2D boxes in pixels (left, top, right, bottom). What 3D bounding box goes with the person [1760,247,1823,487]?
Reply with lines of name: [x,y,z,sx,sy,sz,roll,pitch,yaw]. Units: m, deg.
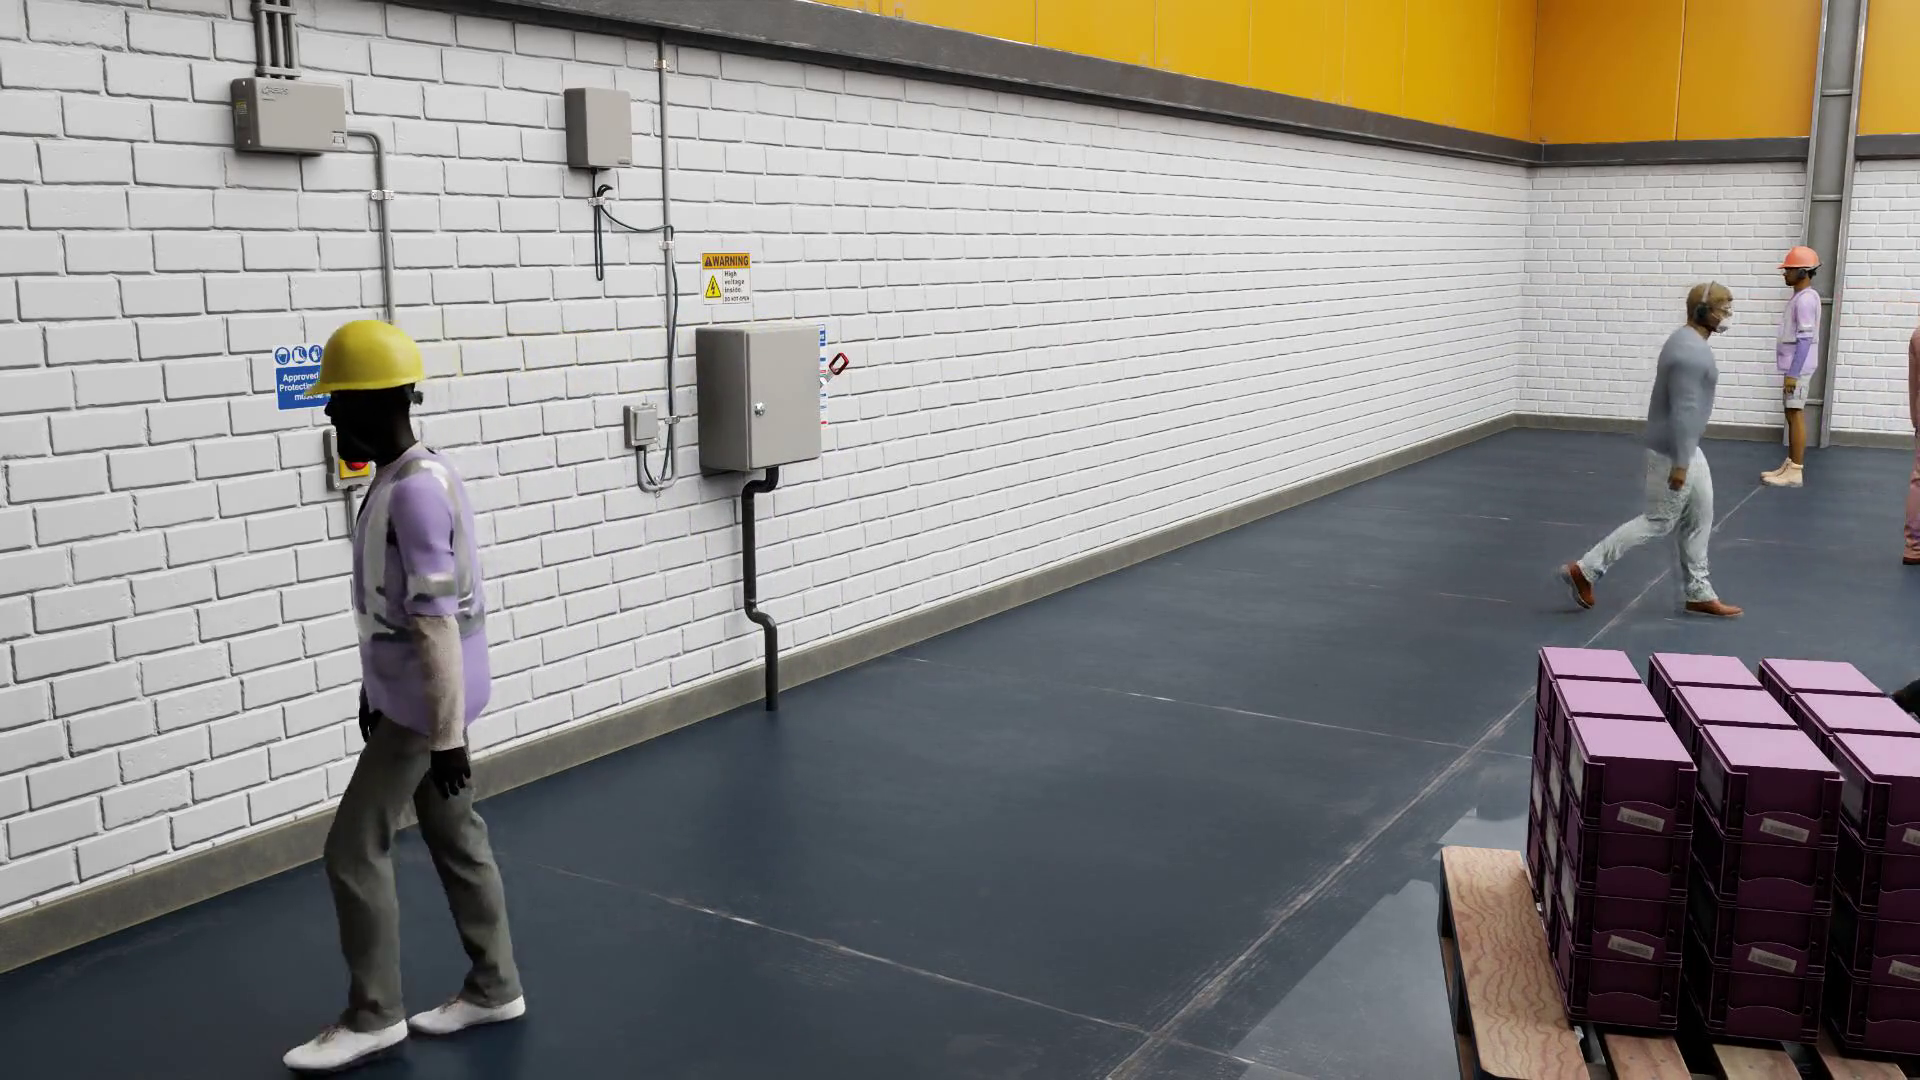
person: [7.131,-1.476,14.241,0.374,2.044,0.605,5,11,24]

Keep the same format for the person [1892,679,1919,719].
person: [4.094,-0.038,6.588,0.421,1.924,0.570,8,13,37]

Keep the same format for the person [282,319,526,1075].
person: [-1.484,0.402,4.228,0.751,1.898,0.611,-3,11,-18]

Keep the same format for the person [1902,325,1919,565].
person: [6.316,-0.740,10.560,0.406,1.901,0.639,-2,10,-9]

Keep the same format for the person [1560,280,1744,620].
person: [3.889,-0.494,9.235,0.896,1.900,0.666,4,11,21]
